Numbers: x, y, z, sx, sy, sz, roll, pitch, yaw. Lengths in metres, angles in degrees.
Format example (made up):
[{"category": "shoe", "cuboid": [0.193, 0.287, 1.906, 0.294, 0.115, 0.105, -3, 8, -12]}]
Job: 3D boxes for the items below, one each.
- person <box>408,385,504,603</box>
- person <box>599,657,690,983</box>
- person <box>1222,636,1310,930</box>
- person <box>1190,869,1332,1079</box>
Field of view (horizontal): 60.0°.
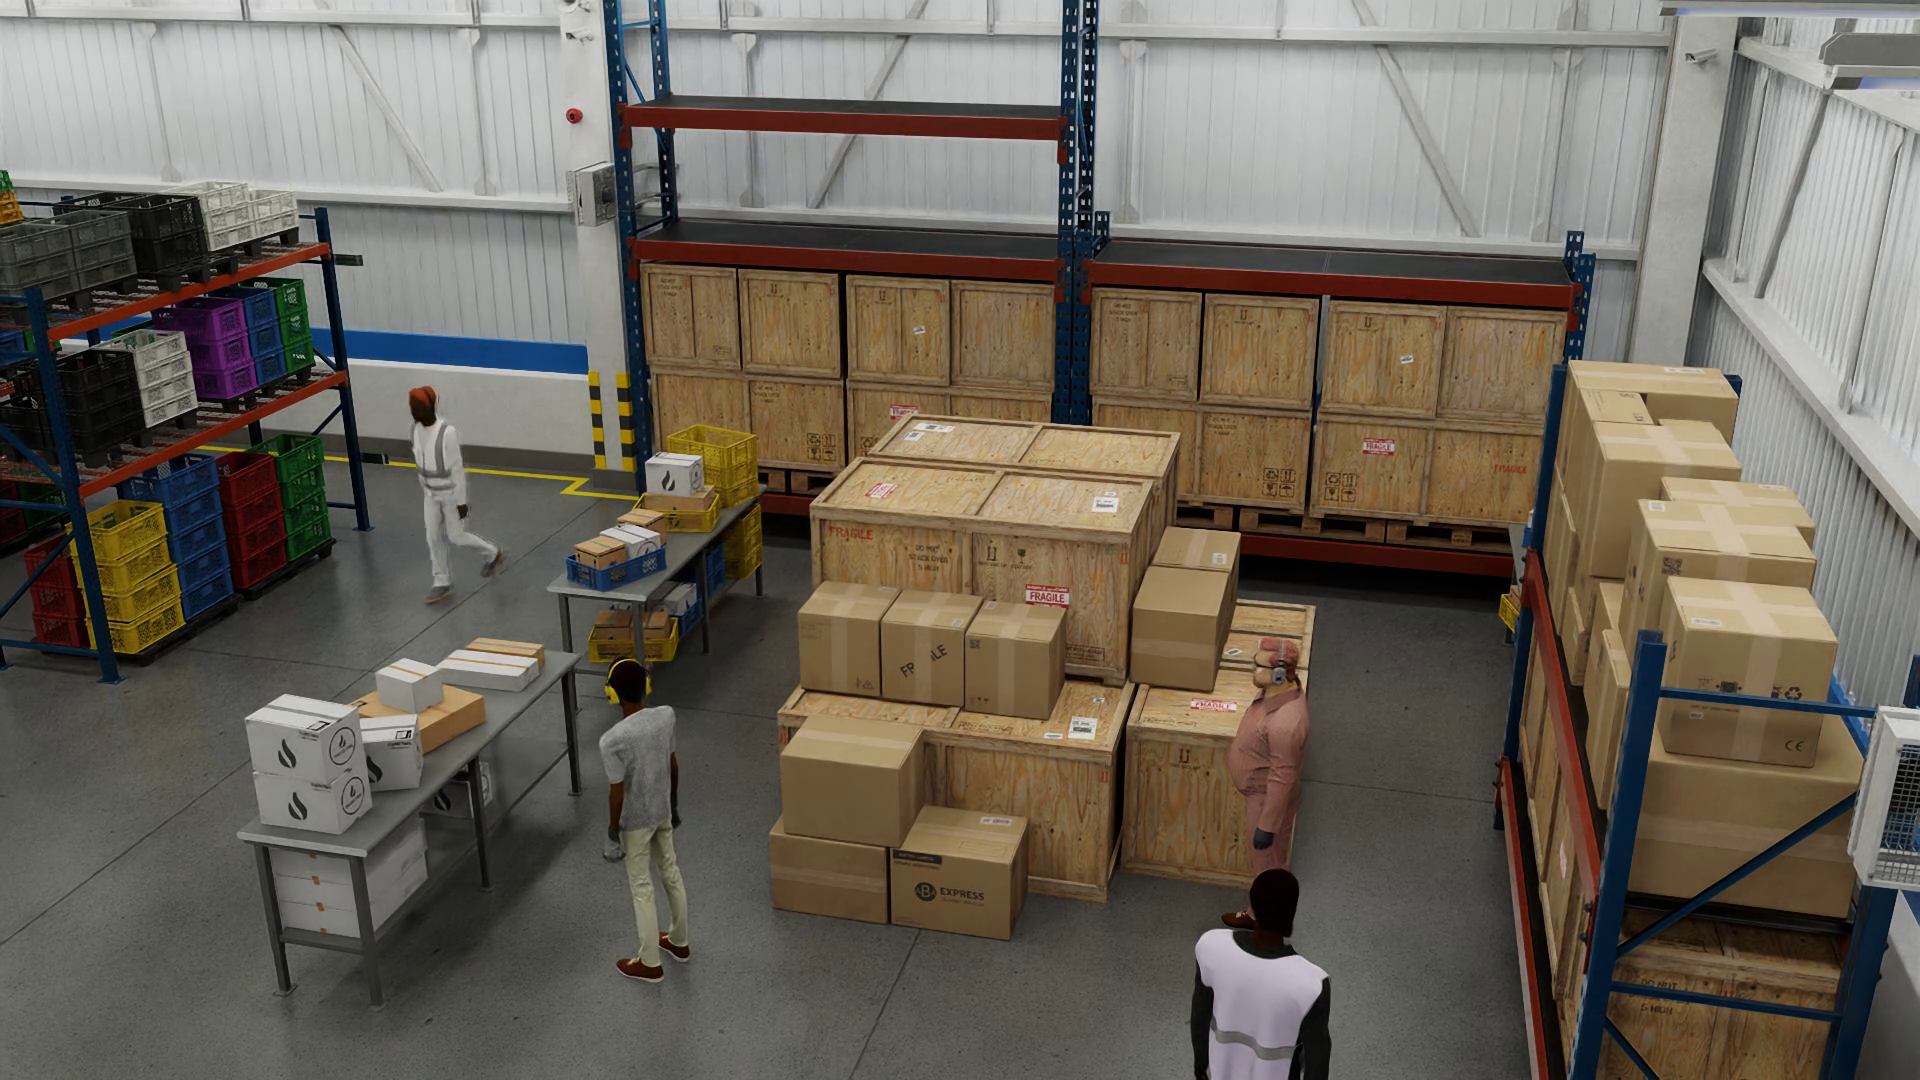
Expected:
[{"category": "person", "cuboid": [-4.245, -0.424, 13.896, 0.596, 1.869, 0.691, 13, 24, 30]}, {"category": "person", "cuboid": [-1.704, 1.494, 8.886, 0.335, 1.865, 0.519, 15, 26, 35]}, {"category": "person", "cuboid": [1.658, 1.402, 9.059, 0.410, 1.913, 0.642, 2, 21, 6]}, {"category": "person", "cuboid": [1.232, 2.225, 6.896, 0.598, 1.916, 0.378, 14, 25, 32]}]
